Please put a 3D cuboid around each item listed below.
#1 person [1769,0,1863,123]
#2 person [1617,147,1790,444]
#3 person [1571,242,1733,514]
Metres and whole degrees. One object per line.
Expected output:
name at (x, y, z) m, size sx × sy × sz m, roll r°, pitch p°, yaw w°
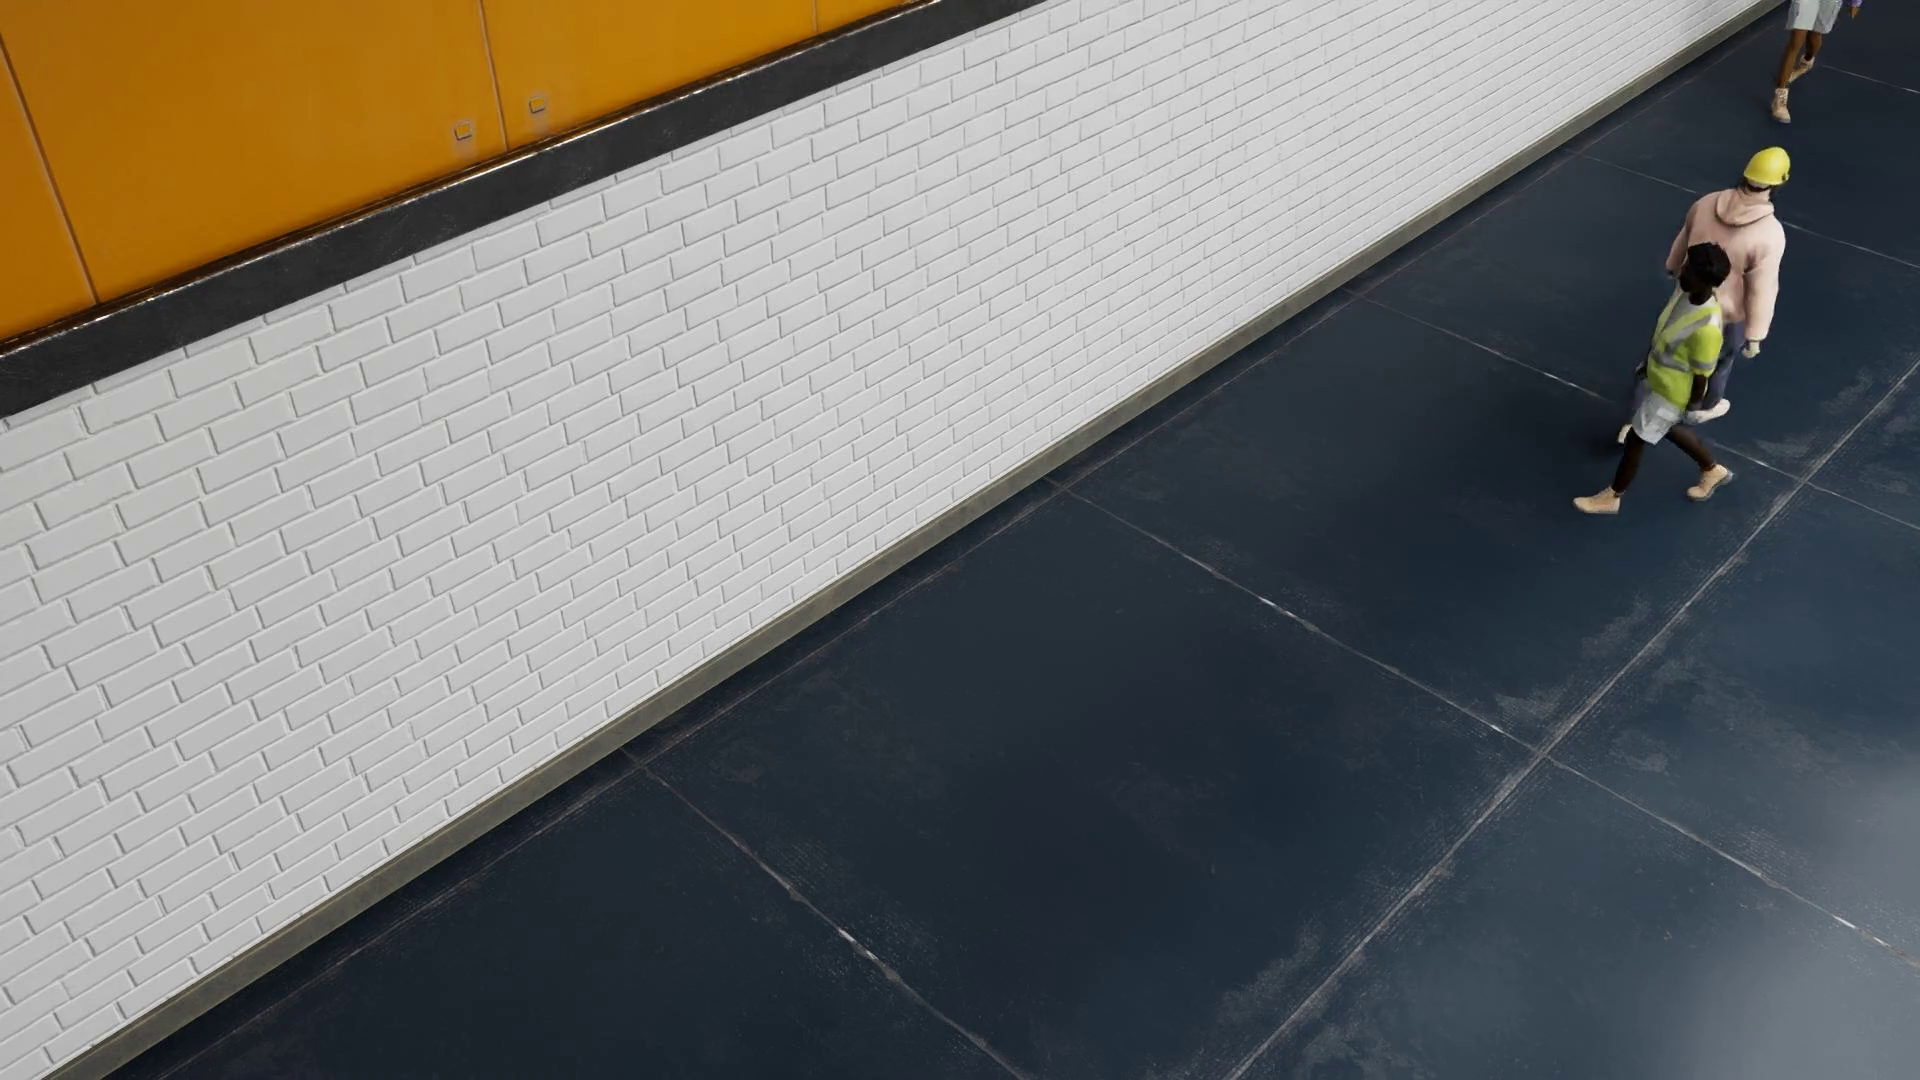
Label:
person at (6.755, -4.365, 13.012) m, size 0.650 × 1.987 × 0.951 m, roll 15°, pitch 41°, yaw 18°
person at (4.214, -1.347, 9.367) m, size 0.968 × 1.824 × 0.806 m, roll -24°, pitch 45°, yaw -27°
person at (3.865, -0.832, 8.835) m, size 0.781 × 1.669 × 0.514 m, roll 6°, pitch 39°, yaw 8°
